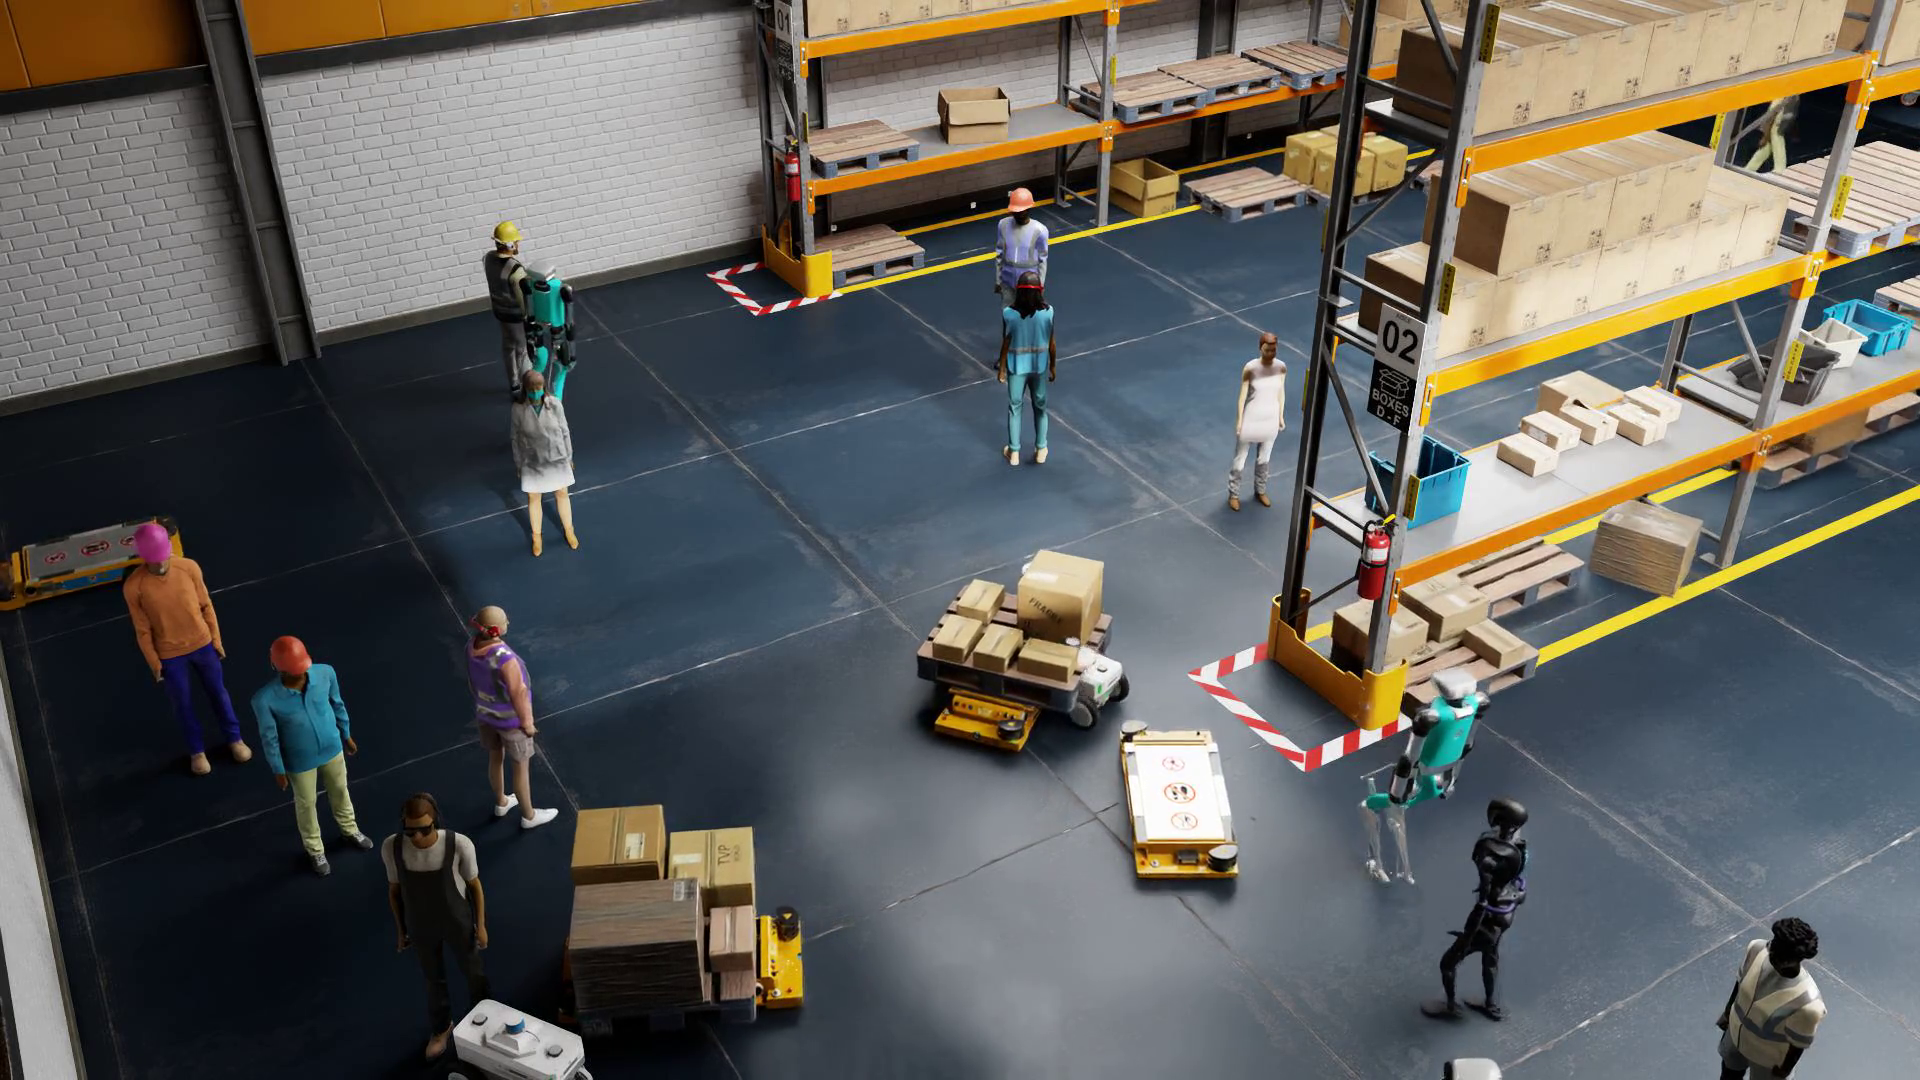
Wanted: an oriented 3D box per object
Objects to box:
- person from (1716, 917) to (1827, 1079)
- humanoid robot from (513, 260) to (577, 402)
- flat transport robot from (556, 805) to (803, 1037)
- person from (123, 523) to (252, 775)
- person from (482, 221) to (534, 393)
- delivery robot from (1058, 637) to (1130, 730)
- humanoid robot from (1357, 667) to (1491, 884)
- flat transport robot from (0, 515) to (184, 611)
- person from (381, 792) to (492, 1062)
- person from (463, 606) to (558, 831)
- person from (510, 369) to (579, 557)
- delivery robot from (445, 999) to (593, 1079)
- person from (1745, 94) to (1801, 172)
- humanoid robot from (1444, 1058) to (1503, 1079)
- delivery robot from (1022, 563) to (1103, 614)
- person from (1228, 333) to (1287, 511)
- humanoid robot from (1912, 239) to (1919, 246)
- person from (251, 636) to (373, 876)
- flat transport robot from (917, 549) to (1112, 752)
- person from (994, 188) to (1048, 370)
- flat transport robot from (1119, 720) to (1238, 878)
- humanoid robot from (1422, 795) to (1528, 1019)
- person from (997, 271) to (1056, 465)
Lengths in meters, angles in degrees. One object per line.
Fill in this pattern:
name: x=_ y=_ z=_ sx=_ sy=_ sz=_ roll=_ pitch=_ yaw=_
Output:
person: x=4.134 y=2.597 z=8.600 sx=0.320 sy=1.693 sz=0.532 roll=-8 pitch=33 yaw=-13
humanoid robot: x=-3.845 y=-1.618 z=15.390 sx=0.562 sy=1.910 sz=0.686 roll=10 pitch=33 yaw=15
flat transport robot: x=-1.671 y=2.559 z=10.003 sx=1.431 sy=0.231 sz=0.659 roll=-3 pitch=32 yaw=-5
person: x=-5.289 y=0.728 z=11.325 sx=0.509 sy=1.976 sz=0.406 roll=-22 pitch=38 yaw=-31
person: x=-4.322 y=-2.214 z=16.158 sx=0.594 sy=1.820 sz=0.403 roll=27 pitch=41 yaw=36
delivery robot: x=0.820 y=0.980 z=12.239 sx=0.757 sy=0.580 sz=0.499 roll=21 pitch=38 yaw=30
humanoid robot: x=2.800 y=1.447 z=10.408 sx=0.530 sy=1.794 sz=0.740 roll=-15 pitch=35 yaw=-22
flat transport robot: x=-7.233 y=0.185 z=13.789 sx=1.431 sy=0.231 sz=0.659 roll=-16 pitch=35 yaw=-23
person: x=-2.867 y=2.134 z=9.198 sx=0.504 sy=1.846 sz=0.346 roll=-2 pitch=32 yaw=-4
person: x=-2.985 y=1.157 z=10.897 sx=0.485 sy=1.691 sz=0.346 roll=20 pitch=37 yaw=29
person: x=-3.452 y=-0.642 z=13.795 sx=0.480 sy=1.661 sz=0.338 roll=-10 pitch=34 yaw=-16
delivery robot: x=-2.453 y=2.857 z=9.250 sx=0.773 sy=0.586 sz=0.499 roll=14 pitch=35 yaw=21
person: x=10.292 y=-5.053 z=20.706 sx=0.997 sy=1.783 sz=0.586 roll=23 pitch=39 yaw=32
humanoid robot: x=2.078 y=3.096 z=7.731 sx=0.681 sy=1.764 sz=0.538 roll=-3 pitch=32 yaw=-5
delivery robot: x=0.778 y=0.485 z=13.054 sx=0.499 sy=0.608 sz=0.799 roll=-14 pitch=35 yaw=-21
person: x=2.603 y=-1.035 z=14.421 sx=0.450 sy=1.661 sz=0.291 roll=-6 pitch=33 yaw=-9
humanoid robot: x=11.131 y=-4.187 z=19.362 sx=0.978 sy=1.713 sz=0.546 roll=-6 pitch=33 yaw=-9
person: x=-4.105 y=1.337 z=10.555 sx=0.334 sy=1.748 sz=0.571 roll=25 pitch=40 yaw=34
flat transport robot: x=0.380 y=1.029 z=12.443 sx=0.659 sy=0.231 sz=1.431 roll=12 pitch=34 yaw=18
person: x=0.599 y=-2.597 z=16.657 sx=0.542 sy=1.938 sz=0.352 roll=12 pitch=34 yaw=18
flat transport robot: x=1.468 y=1.746 z=11.300 sx=0.659 sy=0.231 sz=1.431 roll=0 pitch=32 yaw=0
humanoid robot: x=2.977 y=2.083 z=9.432 sx=0.421 sy=1.648 sz=0.602 roll=20 pitch=37 yaw=29
person: x=0.608 y=-1.544 z=15.043 sx=0.545 sy=1.865 sz=0.376 roll=-3 pitch=32 yaw=-6
